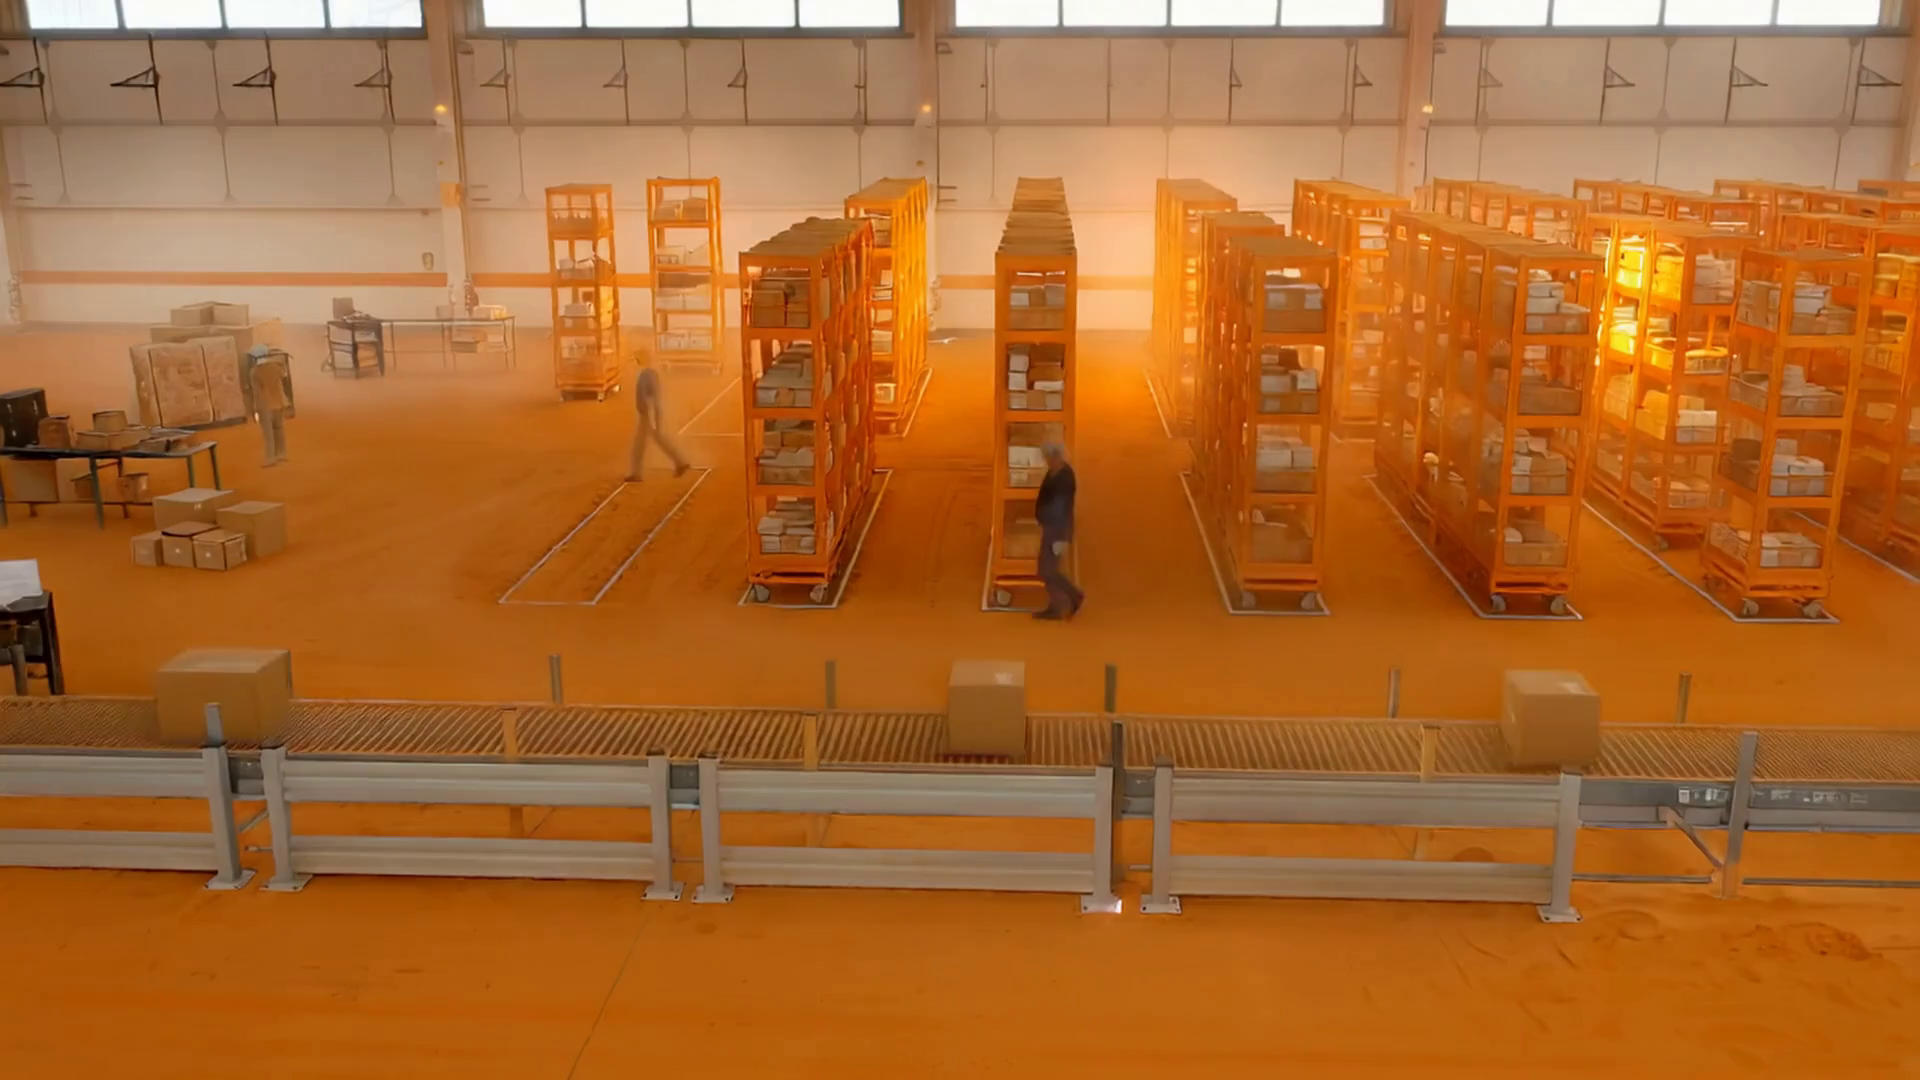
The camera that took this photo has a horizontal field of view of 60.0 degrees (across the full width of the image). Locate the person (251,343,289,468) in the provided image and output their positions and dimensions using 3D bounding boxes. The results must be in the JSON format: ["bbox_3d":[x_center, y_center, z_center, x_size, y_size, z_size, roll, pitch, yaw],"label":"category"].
[{"bbox_3d":[-9.652,-1.883,23.210,0.328,1.750,0.560,5,16,19],"label":"person"}]

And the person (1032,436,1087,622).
[{"bbox_3d":[0.941,-0.087,16.276,0.471,1.890,0.678,0,15,-1],"label":"person"}]

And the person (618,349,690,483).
[{"bbox_3d":[-4.125,-1.678,22.350,0.929,1.810,0.581,-3,15,-12],"label":"person"}]
